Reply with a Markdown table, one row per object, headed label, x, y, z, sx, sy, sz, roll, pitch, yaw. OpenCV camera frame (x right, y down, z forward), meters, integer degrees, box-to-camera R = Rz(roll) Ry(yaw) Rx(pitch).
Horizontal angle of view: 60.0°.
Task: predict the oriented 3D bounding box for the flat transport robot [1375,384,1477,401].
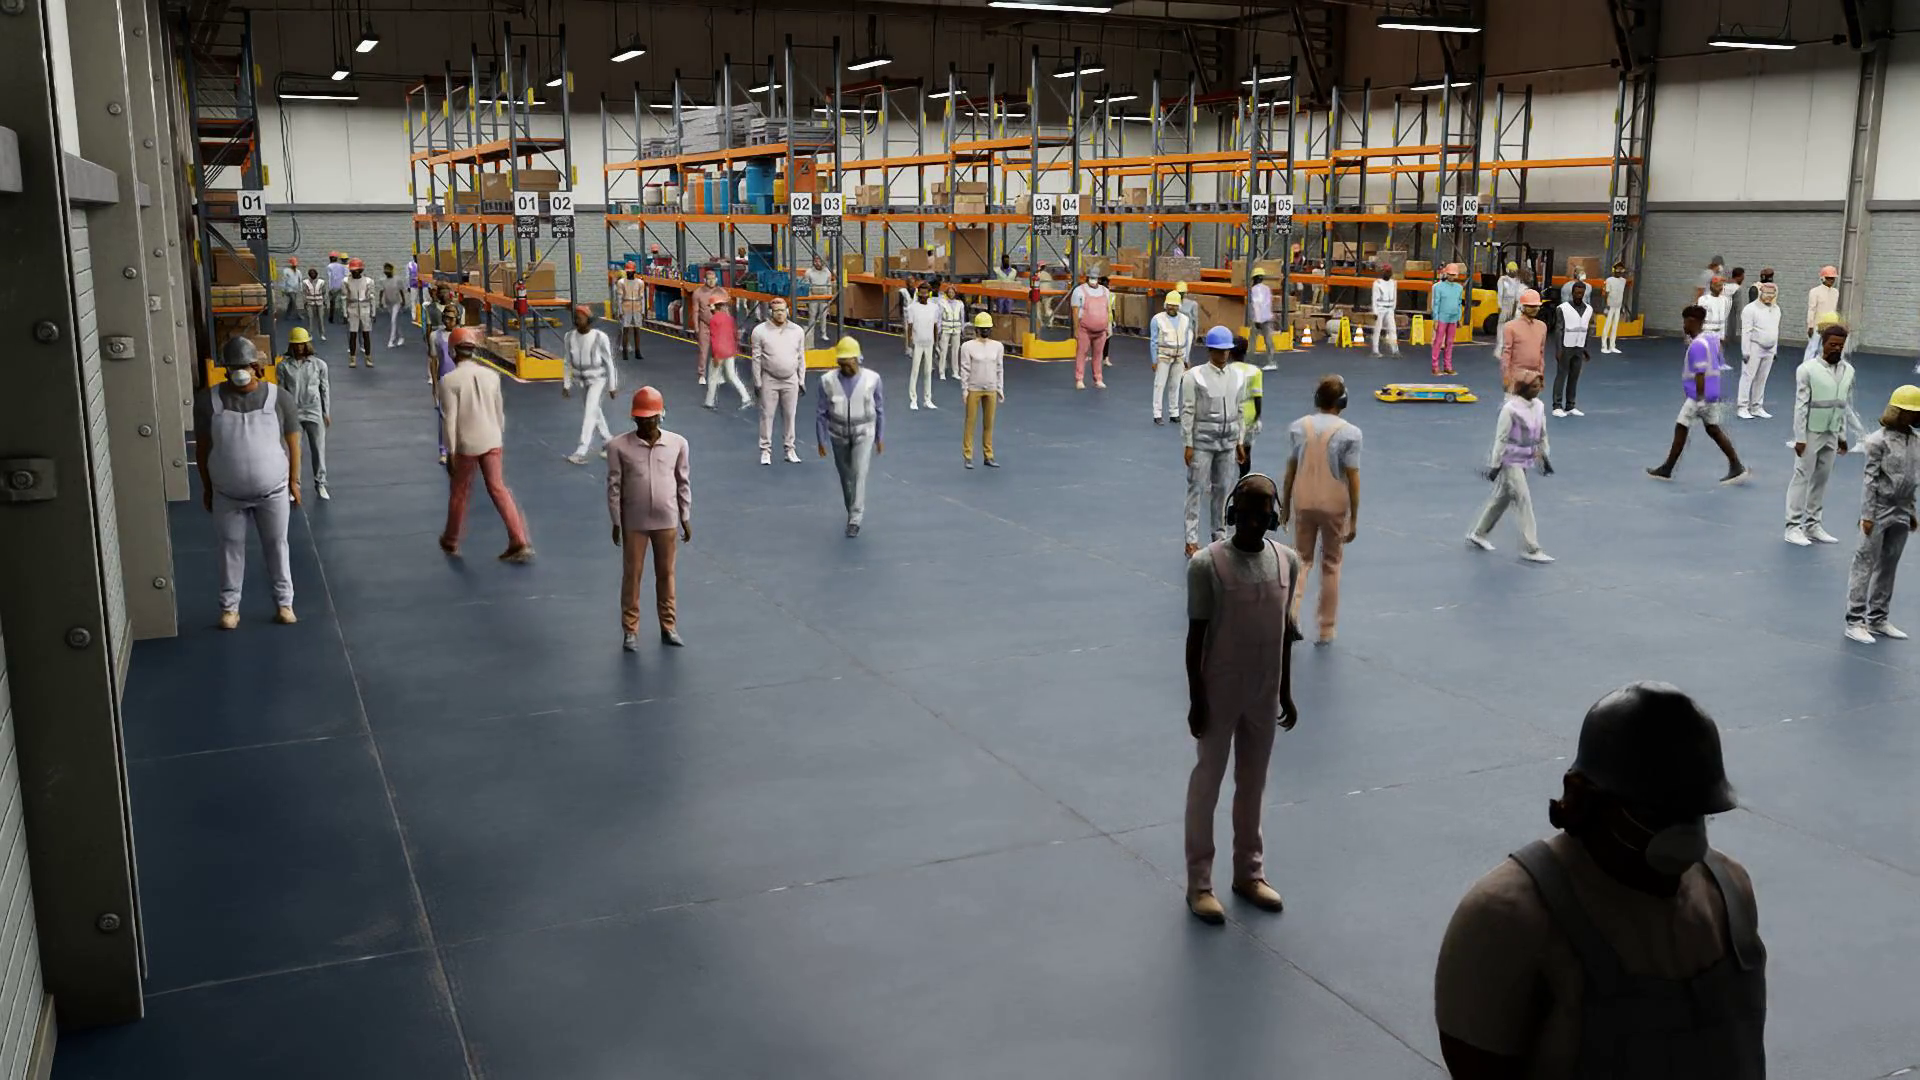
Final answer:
| label | x | y | z | sx | sy | sz | roll | pitch | yaw |
| --- | --- | --- | --- | --- | --- | --- | --- | --- | --- |
| flat transport robot | 7.165 | -2.273 | 25.596 | 1.431 | 0.197 | 0.652 | 1 | 11 | 5 |

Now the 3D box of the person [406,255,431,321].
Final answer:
| label | x | y | z | sx | sy | sz | roll | pitch | yaw |
| --- | --- | --- | --- | --- | --- | --- | --- | --- | --- |
| person | -14.488 | -6.788 | 44.536 | 0.624 | 1.845 | 0.430 | -4 | 12 | -21 |

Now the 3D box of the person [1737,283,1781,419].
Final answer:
| label | x | y | z | sx | sy | sz | roll | pitch | yaw |
| --- | --- | --- | --- | --- | --- | --- | --- | --- | --- |
| person | 11.262 | -2.655 | 23.378 | 0.643 | 1.905 | 0.400 | -4 | 12 | -21 |

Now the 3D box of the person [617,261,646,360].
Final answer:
| label | x | y | z | sx | sy | sz | roll | pitch | yaw |
| --- | --- | --- | --- | --- | --- | --- | --- | --- | --- |
| person | -6.460 | -4.515 | 32.749 | 0.546 | 1.934 | 0.376 | -4 | 12 | -21 |

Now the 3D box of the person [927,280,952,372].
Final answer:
| label | x | y | z | sx | sy | sz | roll | pitch | yaw |
| --- | --- | --- | --- | --- | --- | --- | --- | --- | --- |
| person | -0.417 | -3.859 | 30.082 | 0.554 | 1.656 | 0.814 | -4 | 12 | -20 |

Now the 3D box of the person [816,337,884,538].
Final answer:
| label | x | y | z | sx | sy | sz | roll | pitch | yaw |
| --- | --- | --- | --- | --- | --- | --- | --- | --- | --- |
| person | -0.991 | -0.965 | 15.105 | 0.601 | 1.786 | 0.930 | 1 | 11 | 4 |

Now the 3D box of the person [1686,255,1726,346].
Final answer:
| label | x | y | z | sx | sy | sz | roll | pitch | yaw |
| --- | --- | --- | --- | --- | --- | --- | --- | --- | --- |
| person | 16.084 | -5.152 | 35.715 | 0.685 | 2.000 | 1.020 | -10 | 15 | -41 |

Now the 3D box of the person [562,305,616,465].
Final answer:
| label | x | y | z | sx | sy | sz | roll | pitch | yaw |
| --- | --- | --- | --- | --- | --- | --- | --- | --- | --- |
| person | -4.293 | -1.804 | 19.274 | 0.558 | 1.826 | 1.017 | 5 | 12 | 23 |

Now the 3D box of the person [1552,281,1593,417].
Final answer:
| label | x | y | z | sx | sy | sz | roll | pitch | yaw |
| --- | --- | --- | --- | --- | --- | --- | --- | --- | --- |
| person | 8.694 | -2.712 | 23.634 | 0.590 | 1.916 | 0.399 | -4 | 12 | -21 |

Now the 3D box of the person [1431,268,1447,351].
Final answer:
| label | x | y | z | sx | sy | sz | roll | pitch | yaw |
| --- | --- | --- | --- | --- | --- | --- | --- | --- | --- |
| person | 10.065 | -4.789 | 34.609 | 0.564 | 1.747 | 0.339 | -4 | 12 | -21 |

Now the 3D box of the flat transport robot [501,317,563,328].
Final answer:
| label | x | y | z | sx | sy | sz | roll | pitch | yaw |
| --- | --- | --- | --- | --- | --- | --- | --- | --- | --- |
| flat transport robot | -10.765 | -5.475 | 41.867 | 0.652 | 0.197 | 1.431 | 9 | 14 | 37 |

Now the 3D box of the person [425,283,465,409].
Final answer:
| label | x | y | z | sx | sy | sz | roll | pitch | yaw |
| --- | --- | --- | --- | --- | --- | --- | --- | --- | --- |
| person | -7.579 | -2.863 | 24.573 | 0.564 | 1.847 | 0.397 | -4 | 12 | -21 |

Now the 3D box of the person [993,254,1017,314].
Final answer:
| label | x | y | z | sx | sy | sz | roll | pitch | yaw |
| --- | --- | --- | --- | --- | --- | --- | --- | --- | --- |
| person | 1.039 | -5.675 | 38.683 | 0.590 | 1.920 | 0.399 | -4 | 12 | -21 |

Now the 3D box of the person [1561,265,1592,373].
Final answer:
| label | x | y | z | sx | sy | sz | roll | pitch | yaw |
| --- | --- | --- | --- | --- | --- | --- | --- | --- | --- |
| person | 11.069 | -3.958 | 29.905 | 0.629 | 1.940 | 0.379 | -4 | 12 | -21 |

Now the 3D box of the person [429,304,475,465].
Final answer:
| label | x | y | z | sx | sy | sz | roll | pitch | yaw |
| --- | --- | --- | --- | --- | --- | --- | --- | --- | --- |
| person | -5.817 | -1.791 | 19.140 | 0.507 | 1.842 | 0.351 | -4 | 12 | -21 |

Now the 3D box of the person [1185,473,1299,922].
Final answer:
| label | x | y | z | sx | sy | sz | roll | pitch | yaw |
| --- | --- | --- | --- | --- | --- | --- | --- | --- | --- |
| person | 1.156 | 0.634 | 6.816 | 0.507 | 1.842 | 0.351 | -4 | 12 | -21 |

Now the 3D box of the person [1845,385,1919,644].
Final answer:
| label | x | y | z | sx | sy | sz | roll | pitch | yaw |
| --- | --- | --- | --- | --- | --- | --- | --- | --- | --- |
| person | 6.265 | -0.175 | 11.187 | 0.486 | 1.740 | 0.313 | -4 | 12 | -21 |

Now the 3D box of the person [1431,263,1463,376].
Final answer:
| label | x | y | z | sx | sy | sz | roll | pitch | yaw |
| --- | --- | --- | --- | --- | --- | --- | --- | --- | --- |
| person | 8.661 | -3.909 | 29.523 | 0.613 | 1.991 | 0.392 | -4 | 12 | -21 |

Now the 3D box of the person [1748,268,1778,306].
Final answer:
| label | x | y | z | sx | sy | sz | roll | pitch | yaw |
| --- | --- | --- | --- | --- | --- | --- | --- | --- | --- |
| person | 15.091 | -4.175 | 31.255 | 0.624 | 1.845 | 0.430 | -4 | 12 | -21 |

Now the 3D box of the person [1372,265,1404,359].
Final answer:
| label | x | y | z | sx | sy | sz | roll | pitch | yaw |
| --- | --- | --- | --- | --- | --- | --- | --- | --- | --- |
| person | 8.461 | -4.506 | 32.908 | 0.613 | 1.844 | 0.920 | -4 | 12 | -20 |

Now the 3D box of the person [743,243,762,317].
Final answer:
| label | x | y | z | sx | sy | sz | roll | pitch | yaw |
| --- | --- | --- | --- | --- | --- | --- | --- | --- | --- |
| person | -5.690 | -7.174 | 45.979 | 0.608 | 2.045 | 0.392 | -4 | 12 | -21 |

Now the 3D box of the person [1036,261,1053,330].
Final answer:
| label | x | y | z | sx | sy | sz | roll | pitch | yaw |
| --- | --- | --- | --- | --- | --- | --- | --- | --- | --- |
| person | 2.045 | -6.049 | 41.172 | 0.576 | 1.681 | 0.870 | -9 | 14 | -38 |

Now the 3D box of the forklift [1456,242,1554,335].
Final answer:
| label | x | y | z | sx | sy | sz | roll | pitch | yaw |
| --- | --- | --- | --- | --- | --- | --- | --- | --- | --- |
| forklift | 13.047 | -6.049 | 39.881 | 2.313 | 2.155 | 1.214 | -5 | 12 | -23 |

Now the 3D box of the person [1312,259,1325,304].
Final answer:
| label | x | y | z | sx | sy | sz | roll | pitch | yaw |
| --- | --- | --- | --- | --- | --- | --- | --- | --- | --- |
| person | 9.783 | -6.827 | 45.263 | 0.500 | 1.633 | 0.286 | -4 | 12 | -21 |

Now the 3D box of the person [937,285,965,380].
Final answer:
| label | x | y | z | sx | sy | sz | roll | pitch | yaw |
| --- | --- | --- | --- | --- | --- | --- | --- | --- | --- |
| person | -0.156 | -3.590 | 28.808 | 0.515 | 1.636 | 0.314 | -4 | 12 | -21 |

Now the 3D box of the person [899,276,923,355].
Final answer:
| label | x | y | z | sx | sy | sz | roll | pitch | yaw |
| --- | --- | --- | --- | --- | --- | --- | --- | --- | --- |
| person | -0.969 | -4.505 | 33.554 | 0.520 | 1.602 | 0.821 | -3 | 11 | -13 |

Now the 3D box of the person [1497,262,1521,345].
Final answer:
| label | x | y | z | sx | sy | sz | roll | pitch | yaw |
| --- | --- | --- | --- | --- | --- | --- | --- | --- | --- |
| person | 11.829 | -5.066 | 35.804 | 0.591 | 1.834 | 0.404 | -4 | 12 | -21 |

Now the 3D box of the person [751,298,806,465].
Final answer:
| label | x | y | z | sx | sy | sz | roll | pitch | yaw |
| --- | --- | --- | --- | --- | --- | --- | --- | --- | --- |
| person | -2.070 | -1.822 | 19.132 | 0.643 | 1.910 | 0.400 | -4 | 12 | -21 |

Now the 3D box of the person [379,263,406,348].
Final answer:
| label | x | y | z | sx | sy | sz | roll | pitch | yaw |
| --- | --- | --- | --- | --- | --- | --- | --- | --- | --- |
| person | -12.271 | -5.088 | 36.019 | 0.515 | 1.830 | 0.986 | 1 | 11 | 4 |

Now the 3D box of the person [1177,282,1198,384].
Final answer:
| label | x | y | z | sx | sy | sz | roll | pitch | yaw |
| --- | --- | --- | --- | --- | --- | --- | --- | --- | --- |
| person | 3.791 | -3.549 | 28.402 | 0.532 | 1.717 | 0.915 | 3 | 11 | 14 |

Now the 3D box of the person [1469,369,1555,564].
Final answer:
| label | x | y | z | sx | sy | sz | roll | pitch | yaw |
| --- | --- | --- | --- | --- | --- | --- | --- | --- | --- |
| person | 4.640 | -0.643 | 13.941 | 0.507 | 1.592 | 0.859 | -10 | 15 | -41 |

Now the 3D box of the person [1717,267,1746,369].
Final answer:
| label | x | y | z | sx | sy | sz | roll | pitch | yaw |
| --- | --- | --- | --- | --- | --- | --- | --- | --- | --- |
| person | 14.194 | -4.076 | 30.642 | 0.462 | 1.889 | 0.599 | 0 | 11 | 1 |

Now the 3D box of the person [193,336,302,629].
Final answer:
| label | x | y | z | sx | sy | sz | roll | pitch | yaw |
| --- | --- | --- | --- | --- | --- | --- | --- | --- | --- |
| person | -4.932 | -0.401 | 11.569 | 0.680 | 2.000 | 0.536 | -4 | 12 | -21 |

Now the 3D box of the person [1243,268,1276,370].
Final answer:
| label | x | y | z | sx | sy | sz | roll | pitch | yaw |
| --- | --- | --- | --- | --- | --- | --- | --- | --- | --- |
| person | 5.532 | -4.062 | 30.652 | 0.598 | 1.848 | 0.960 | -9 | 14 | -38 |
